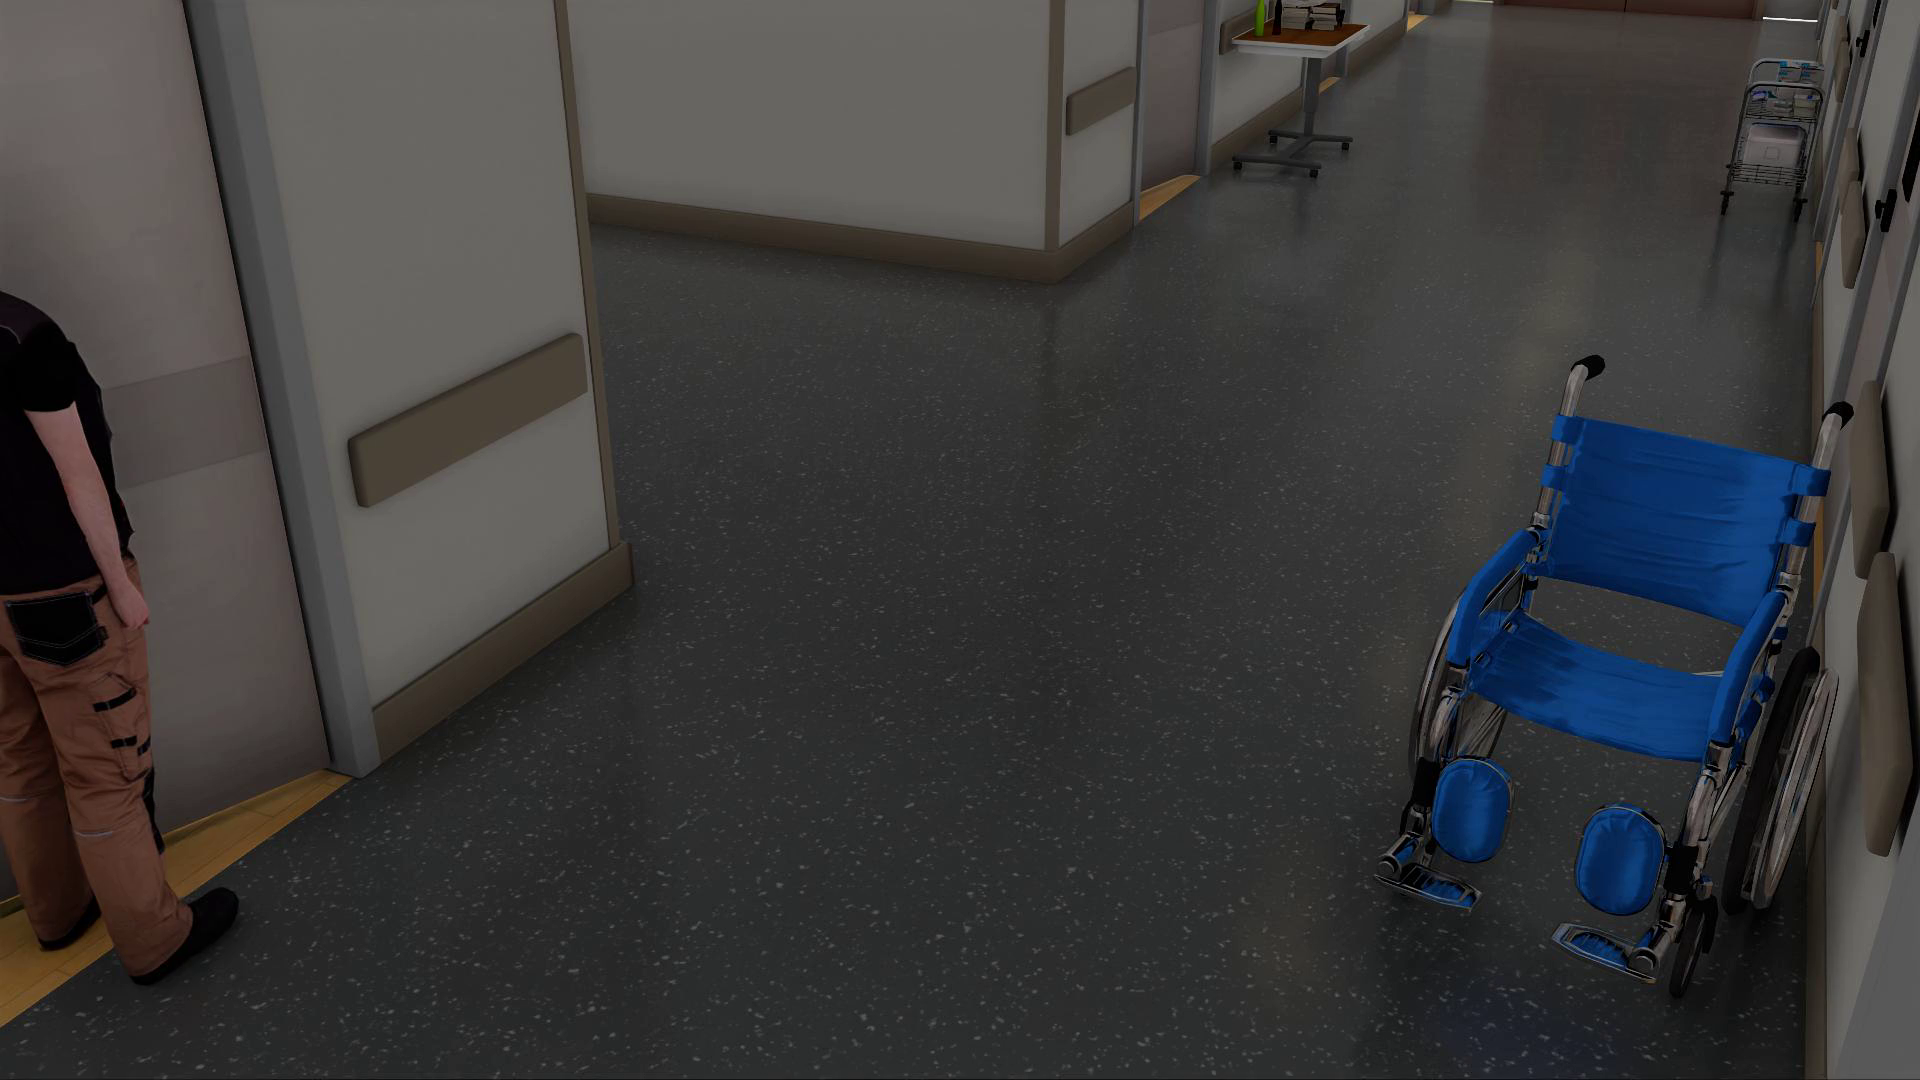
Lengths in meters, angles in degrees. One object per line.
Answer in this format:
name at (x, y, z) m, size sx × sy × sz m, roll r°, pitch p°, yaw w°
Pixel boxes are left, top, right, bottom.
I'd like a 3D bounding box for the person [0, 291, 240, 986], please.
person at (-1.923, 0.079, 3.418) m, size 0.672 × 1.840 × 0.582 m, roll 10°, pitch 28°, yaw 20°
